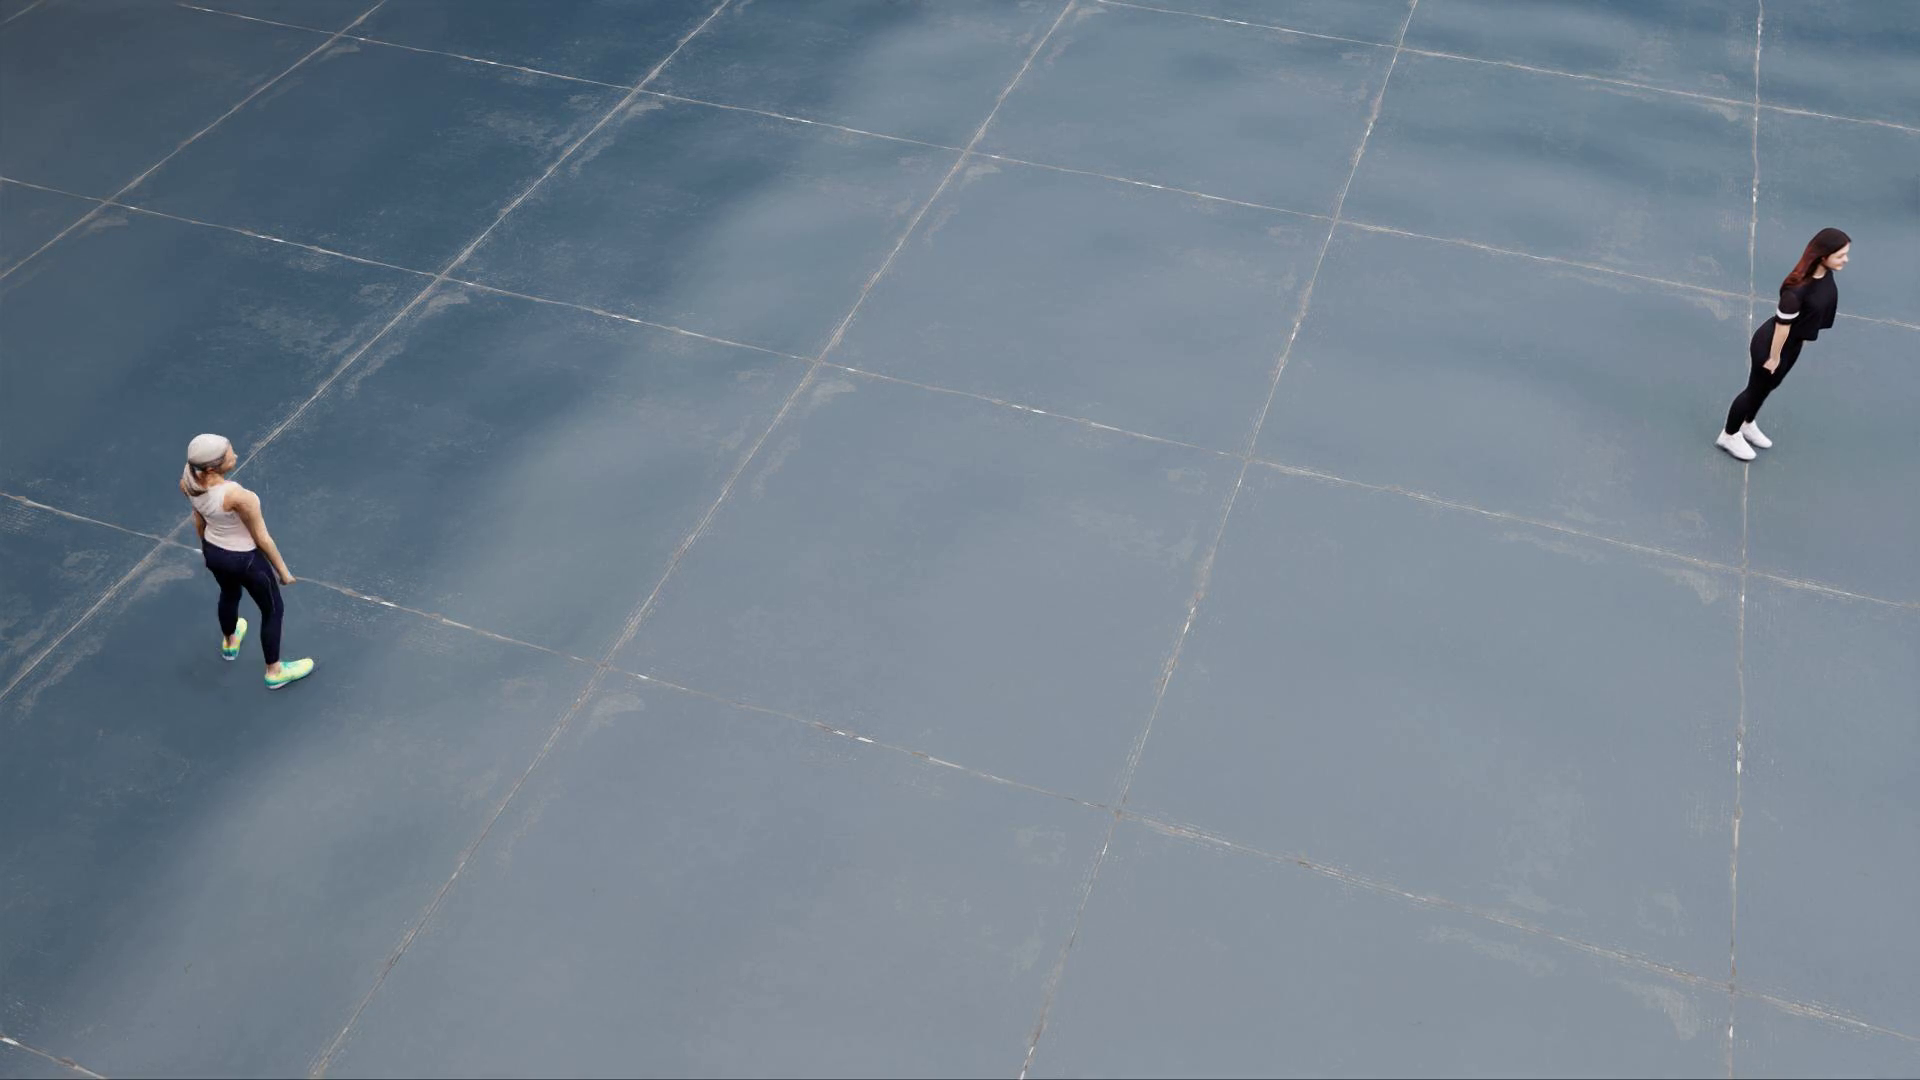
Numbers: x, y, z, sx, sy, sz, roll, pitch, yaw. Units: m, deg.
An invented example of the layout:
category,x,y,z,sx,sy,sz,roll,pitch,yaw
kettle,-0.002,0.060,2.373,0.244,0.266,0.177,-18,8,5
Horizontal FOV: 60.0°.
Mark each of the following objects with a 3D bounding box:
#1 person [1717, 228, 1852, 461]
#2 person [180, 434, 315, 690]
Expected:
category,x,y,z,sx,sy,sz,roll,pitch,yaw
person,5.034,-1.217,10.176,0.718,1.637,0.696,34,53,31
person,-3.812,0.129,8.701,0.502,1.681,0.911,9,44,9
